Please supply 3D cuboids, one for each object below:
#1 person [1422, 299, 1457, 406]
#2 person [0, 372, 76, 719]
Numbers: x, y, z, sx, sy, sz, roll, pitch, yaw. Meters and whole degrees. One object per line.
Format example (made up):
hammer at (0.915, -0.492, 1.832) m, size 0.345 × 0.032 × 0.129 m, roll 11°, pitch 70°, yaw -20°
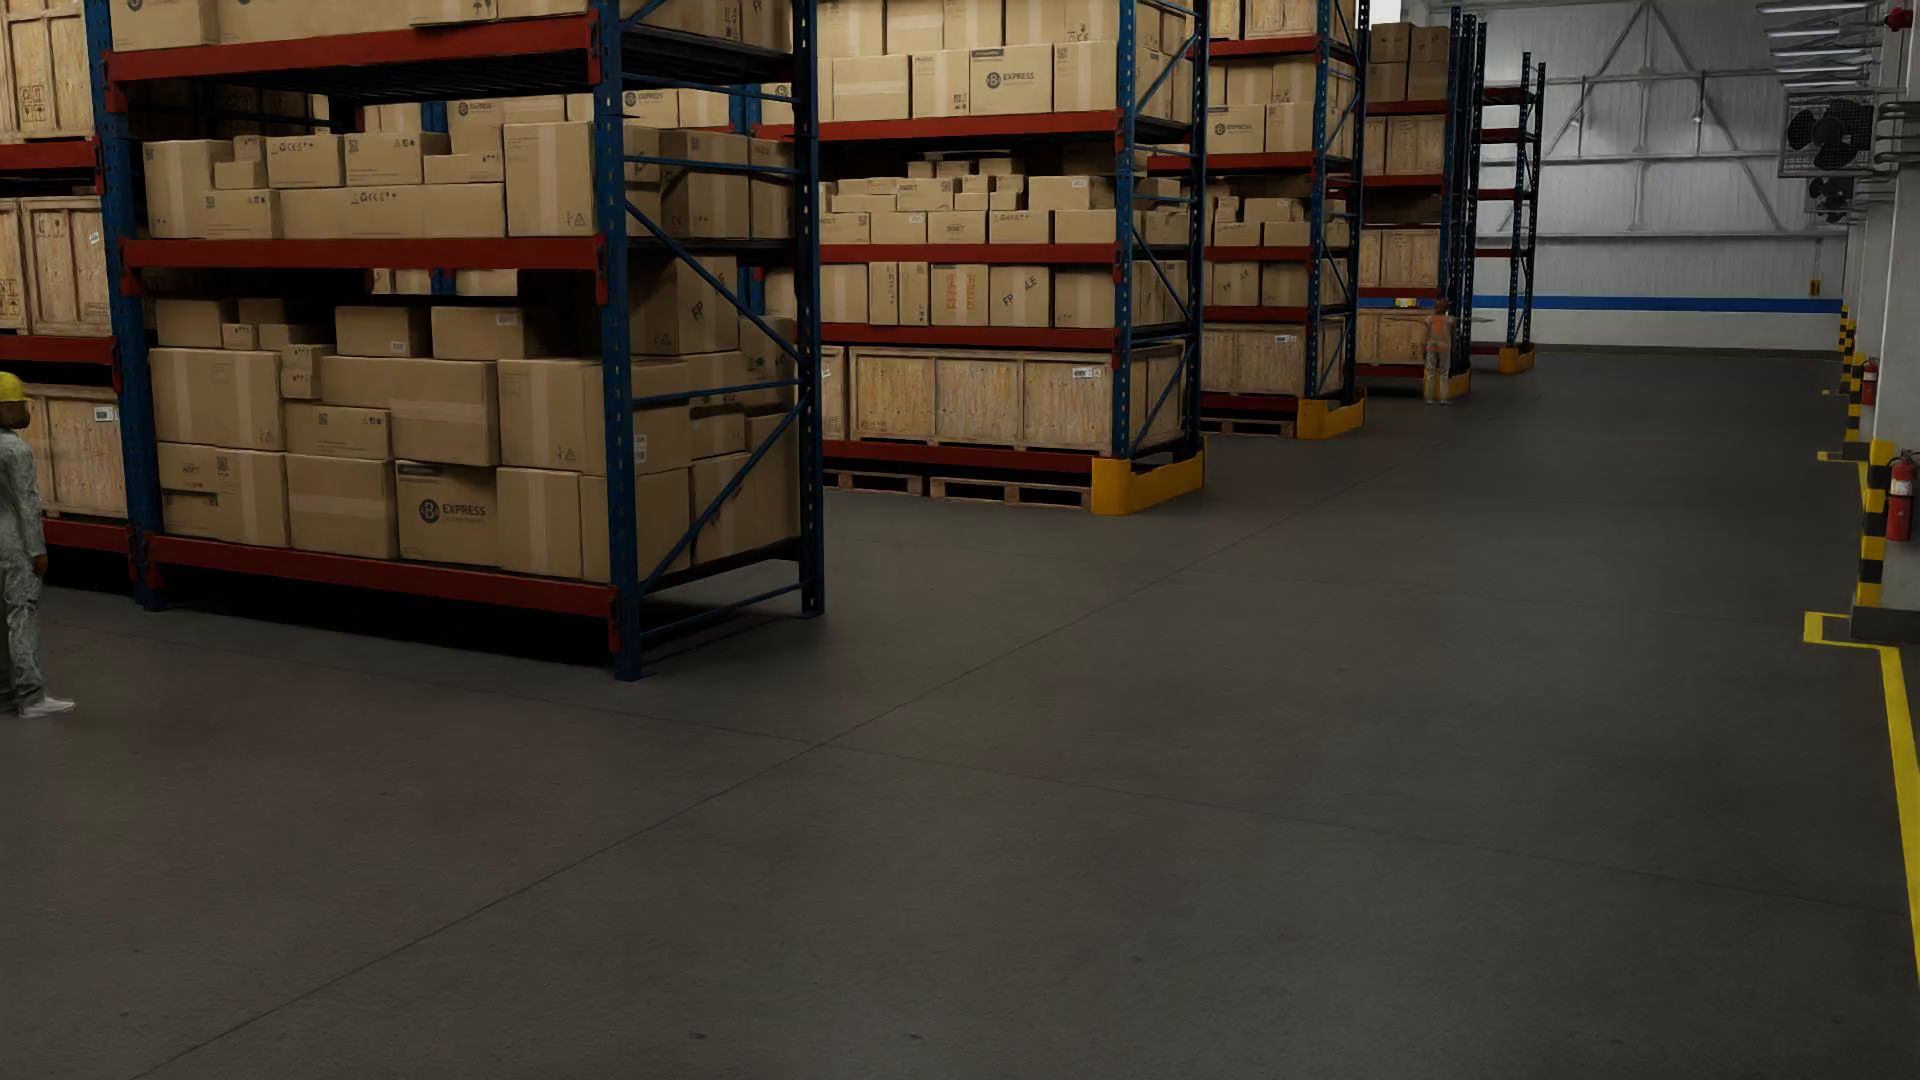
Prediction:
person at (7.350, -2.870, 25.499) m, size 0.522 × 1.624 × 0.354 m, roll 6°, pitch 11°, yaw 29°
person at (-4.774, 0.025, 8.396) m, size 0.492 × 1.740 × 0.324 m, roll 5°, pitch 11°, yaw 27°
